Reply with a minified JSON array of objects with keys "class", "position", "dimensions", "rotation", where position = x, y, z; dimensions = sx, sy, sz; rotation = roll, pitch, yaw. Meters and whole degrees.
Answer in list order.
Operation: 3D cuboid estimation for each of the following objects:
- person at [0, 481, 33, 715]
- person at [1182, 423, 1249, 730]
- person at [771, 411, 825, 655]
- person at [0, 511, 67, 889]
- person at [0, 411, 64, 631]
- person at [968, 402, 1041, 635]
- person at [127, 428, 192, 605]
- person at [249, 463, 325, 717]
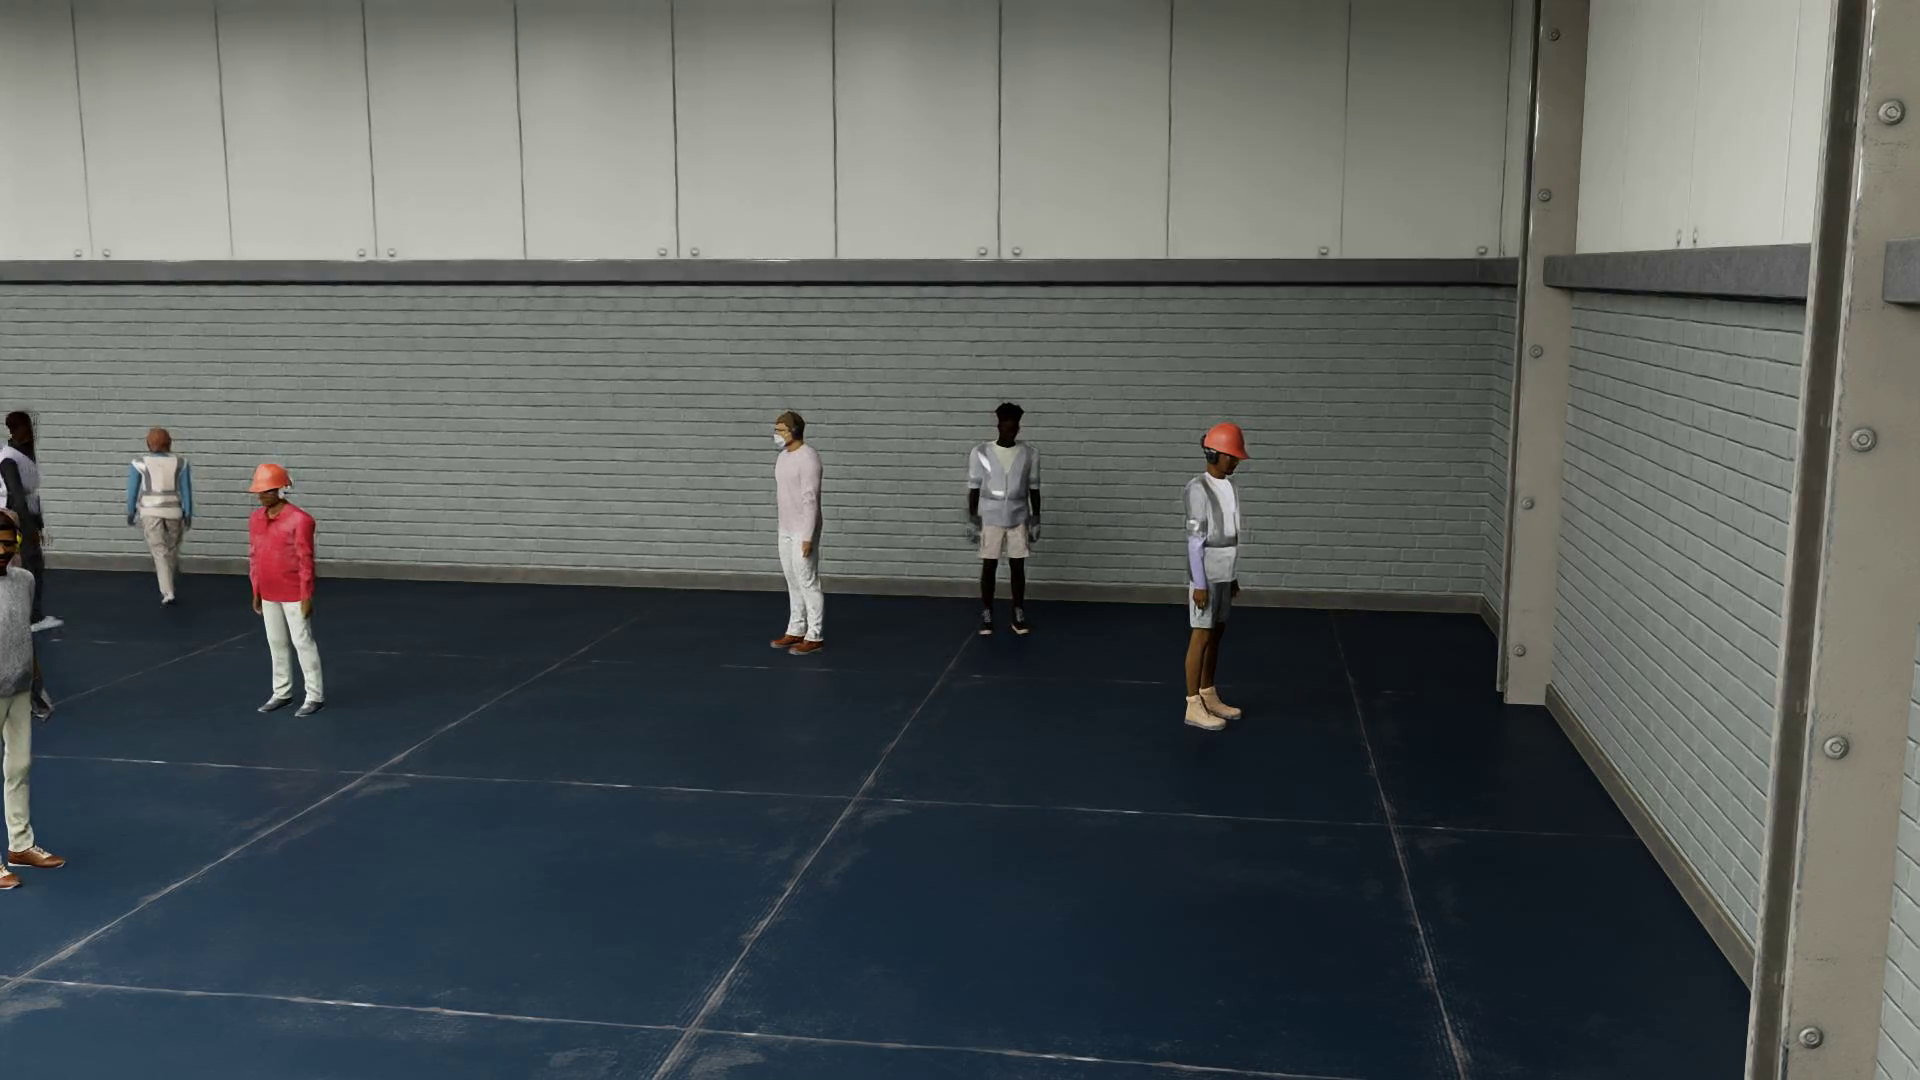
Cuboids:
[{"class":"person","position":[-6.470,0.362,11.103],"dimensions":[0.304,1.772,0.525],"rotation":[2,9,10]},{"class":"person","position":[1.713,0.232,11.084],"dimensions":[0.384,2.035,0.605],"rotation":[5,11,30]},{"class":"person","position":[-1.290,-0.060,13.213],"dimensions":[0.383,1.934,0.633],"rotation":[-5,11,-30]},{"class":"person","position":[-4.741,0.775,8.271],"dimensions":[0.335,1.864,0.521],"rotation":[3,10,16]},{"class":"person","position":[-7.895,-0.168,14.054],"dimensions":[0.501,1.871,0.636],"rotation":[-4,10,-22]},{"class":"person","position":[0.374,-0.177,13.853],"dimensions":[0.610,1.958,0.379],"rotation":[-1,9,-5]},{"class":"person","position":[-7.313,-0.223,15.236],"dimensions":[0.523,1.599,0.847],"rotation":[-7,12,-37]},{"class":"person","position":[-4.627,0.339,11.331],"dimensions":[0.559,1.741,0.361],"rotation":[4,10,25]}]
